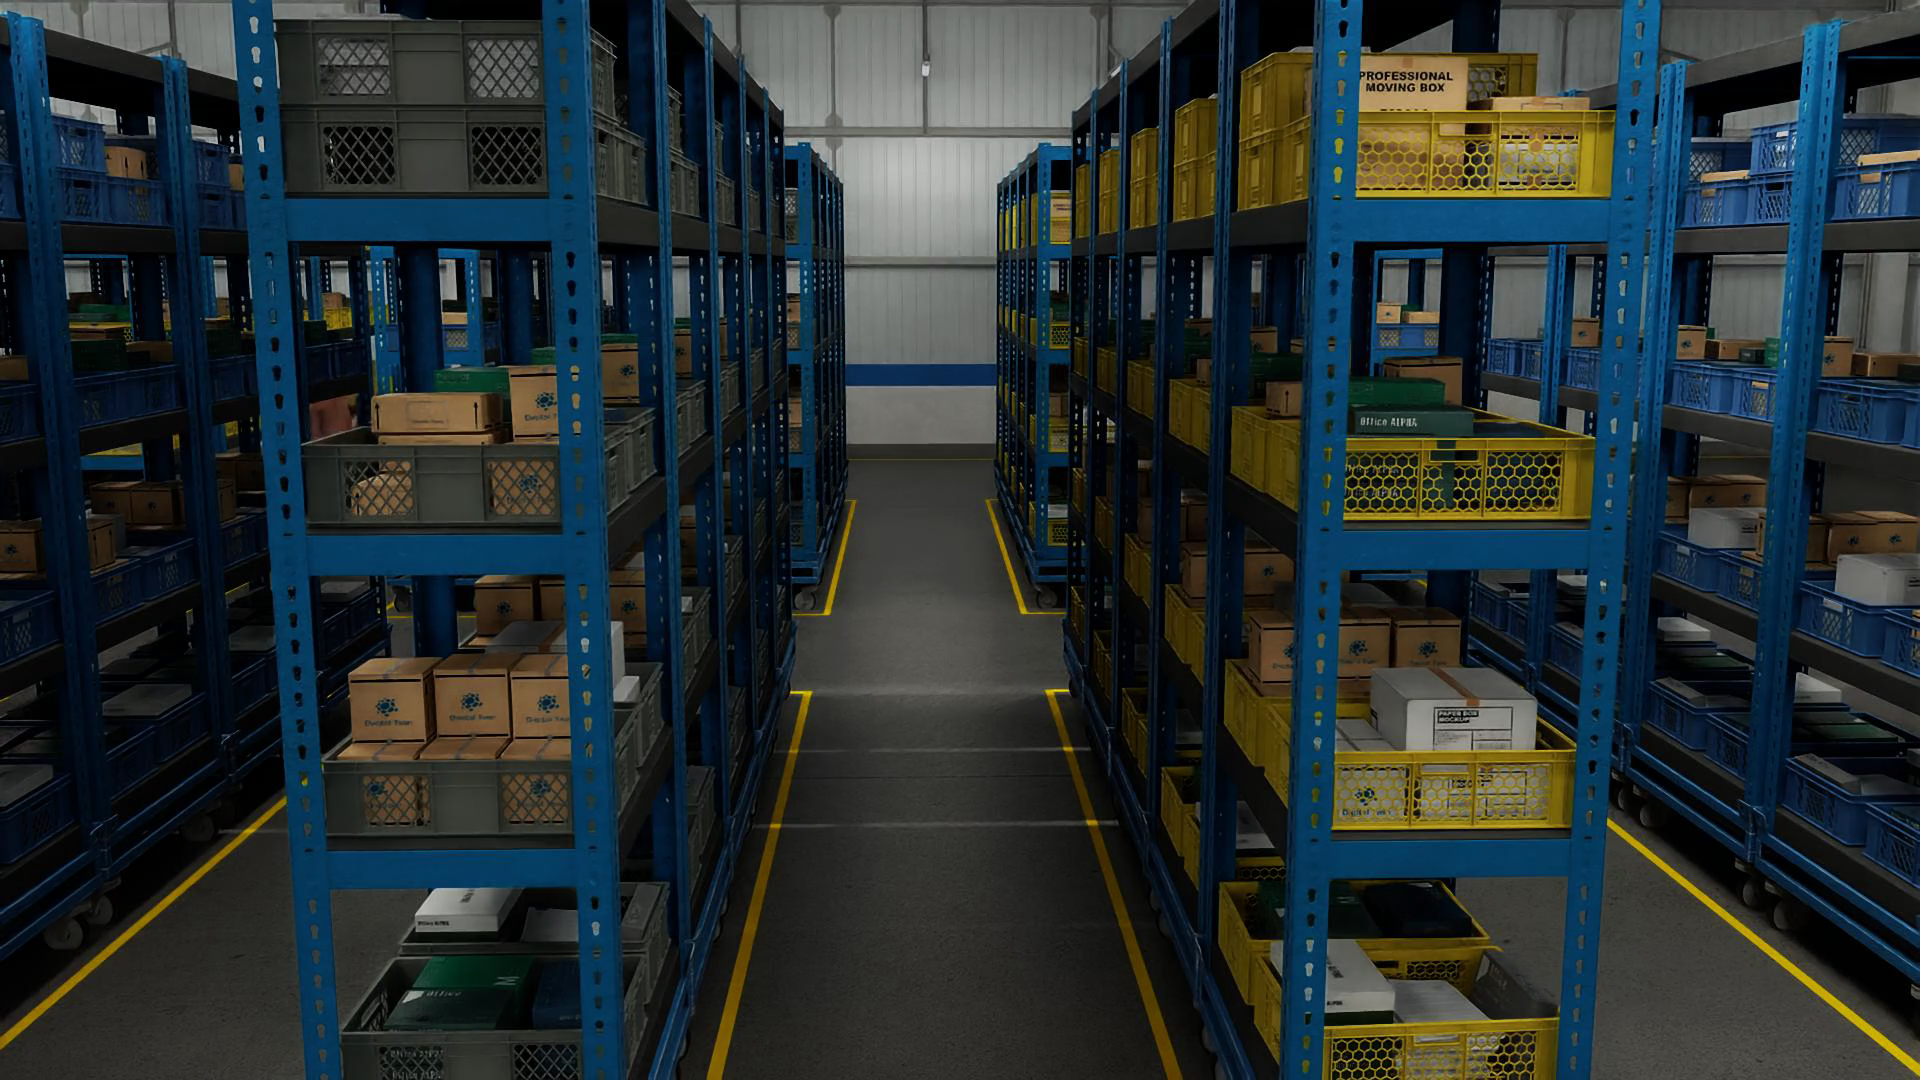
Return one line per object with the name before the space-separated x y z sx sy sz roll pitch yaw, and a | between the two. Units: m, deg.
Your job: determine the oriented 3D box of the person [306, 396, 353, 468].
person | -5.569 -0.719 14.953 0.968 1.935 0.671 3 10 18
